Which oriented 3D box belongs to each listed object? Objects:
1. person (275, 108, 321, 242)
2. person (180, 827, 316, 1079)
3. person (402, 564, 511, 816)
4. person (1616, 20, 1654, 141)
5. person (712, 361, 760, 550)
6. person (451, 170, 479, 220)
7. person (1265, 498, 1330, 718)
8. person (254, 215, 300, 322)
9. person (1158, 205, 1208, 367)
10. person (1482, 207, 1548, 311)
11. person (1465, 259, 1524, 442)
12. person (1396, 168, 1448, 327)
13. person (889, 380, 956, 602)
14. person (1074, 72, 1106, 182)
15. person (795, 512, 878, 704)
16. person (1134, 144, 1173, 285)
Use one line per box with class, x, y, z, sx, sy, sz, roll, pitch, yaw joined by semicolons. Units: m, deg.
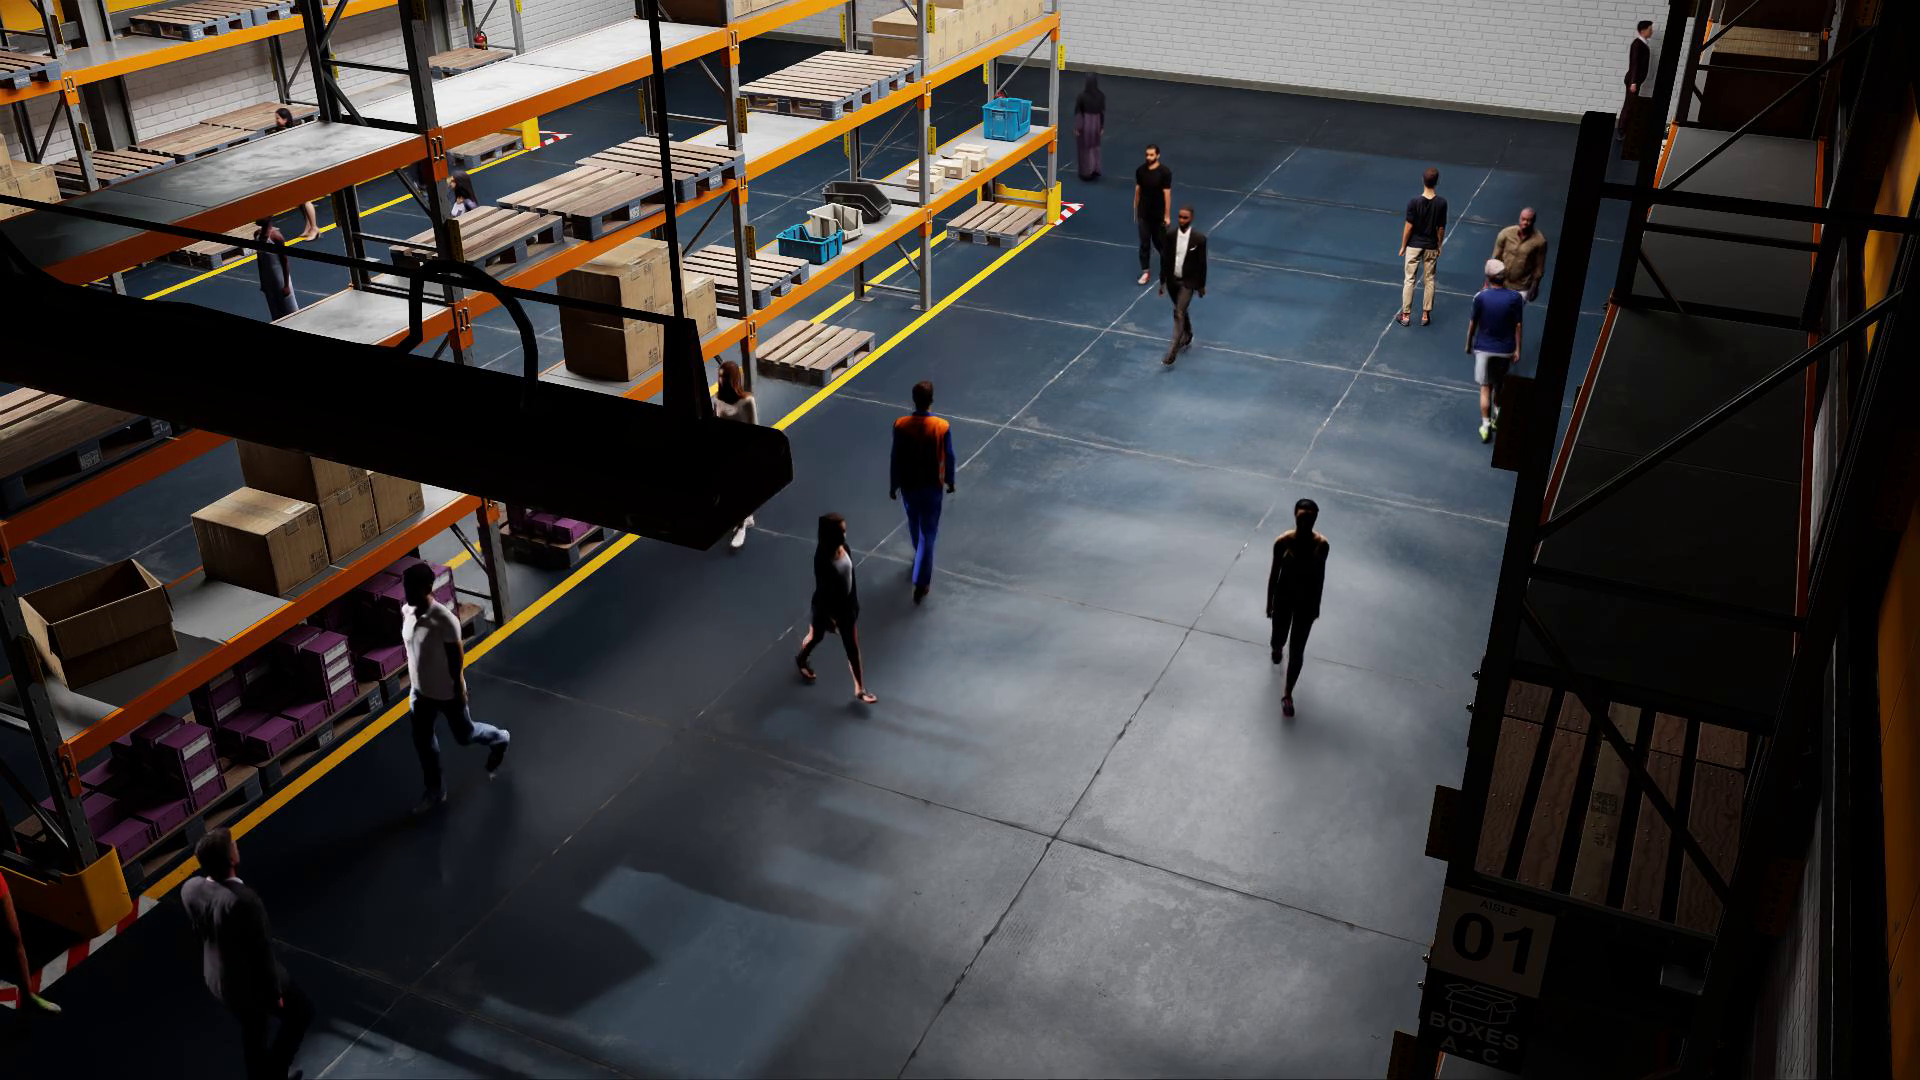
person;-8.851;-4.875;22.163;0.794;1.769;0.774;-19;34;-31
person;-3.832;2.367;8.827;0.722;1.825;0.661;13;31;23
person;-3.506;0.958;11.404;0.727;1.832;1.134;15;32;25
person;10.798;-7.371;26.637;0.744;1.866;0.542;11;30;19
person;-1.938;-0.834;14.832;0.605;1.695;0.763;12;31;21
person;-5.854;-3.567;19.830;0.650;1.706;0.666;-24;37;-37
person;2.508;0.438;12.487;0.775;1.708;1.046;3;29;5
person;-7.557;-2.842;18.421;0.565;1.784;0.465;12;31;21
person;2.498;-2.866;18.501;0.733;1.749;1.226;15;32;25
person;6.118;-2.815;18.360;0.842;1.793;1.113;17;33;29
person;5.373;-1.862;16.621;0.785;1.787;0.838;8;30;14
person;5.391;-3.402;19.378;0.706;1.849;0.665;2;29;3
person;-0.337;-0.378;13.877;0.941;1.809;1.282;3;29;6
person;1.914;-6.083;24.545;0.794;1.608;0.870;-4;29;-8
person;-1.033;0.470;12.626;1.094;1.518;0.912;-21;35;-34
person;2.433;-4.090;20.750;0.633;1.743;0.845;13;31;22
